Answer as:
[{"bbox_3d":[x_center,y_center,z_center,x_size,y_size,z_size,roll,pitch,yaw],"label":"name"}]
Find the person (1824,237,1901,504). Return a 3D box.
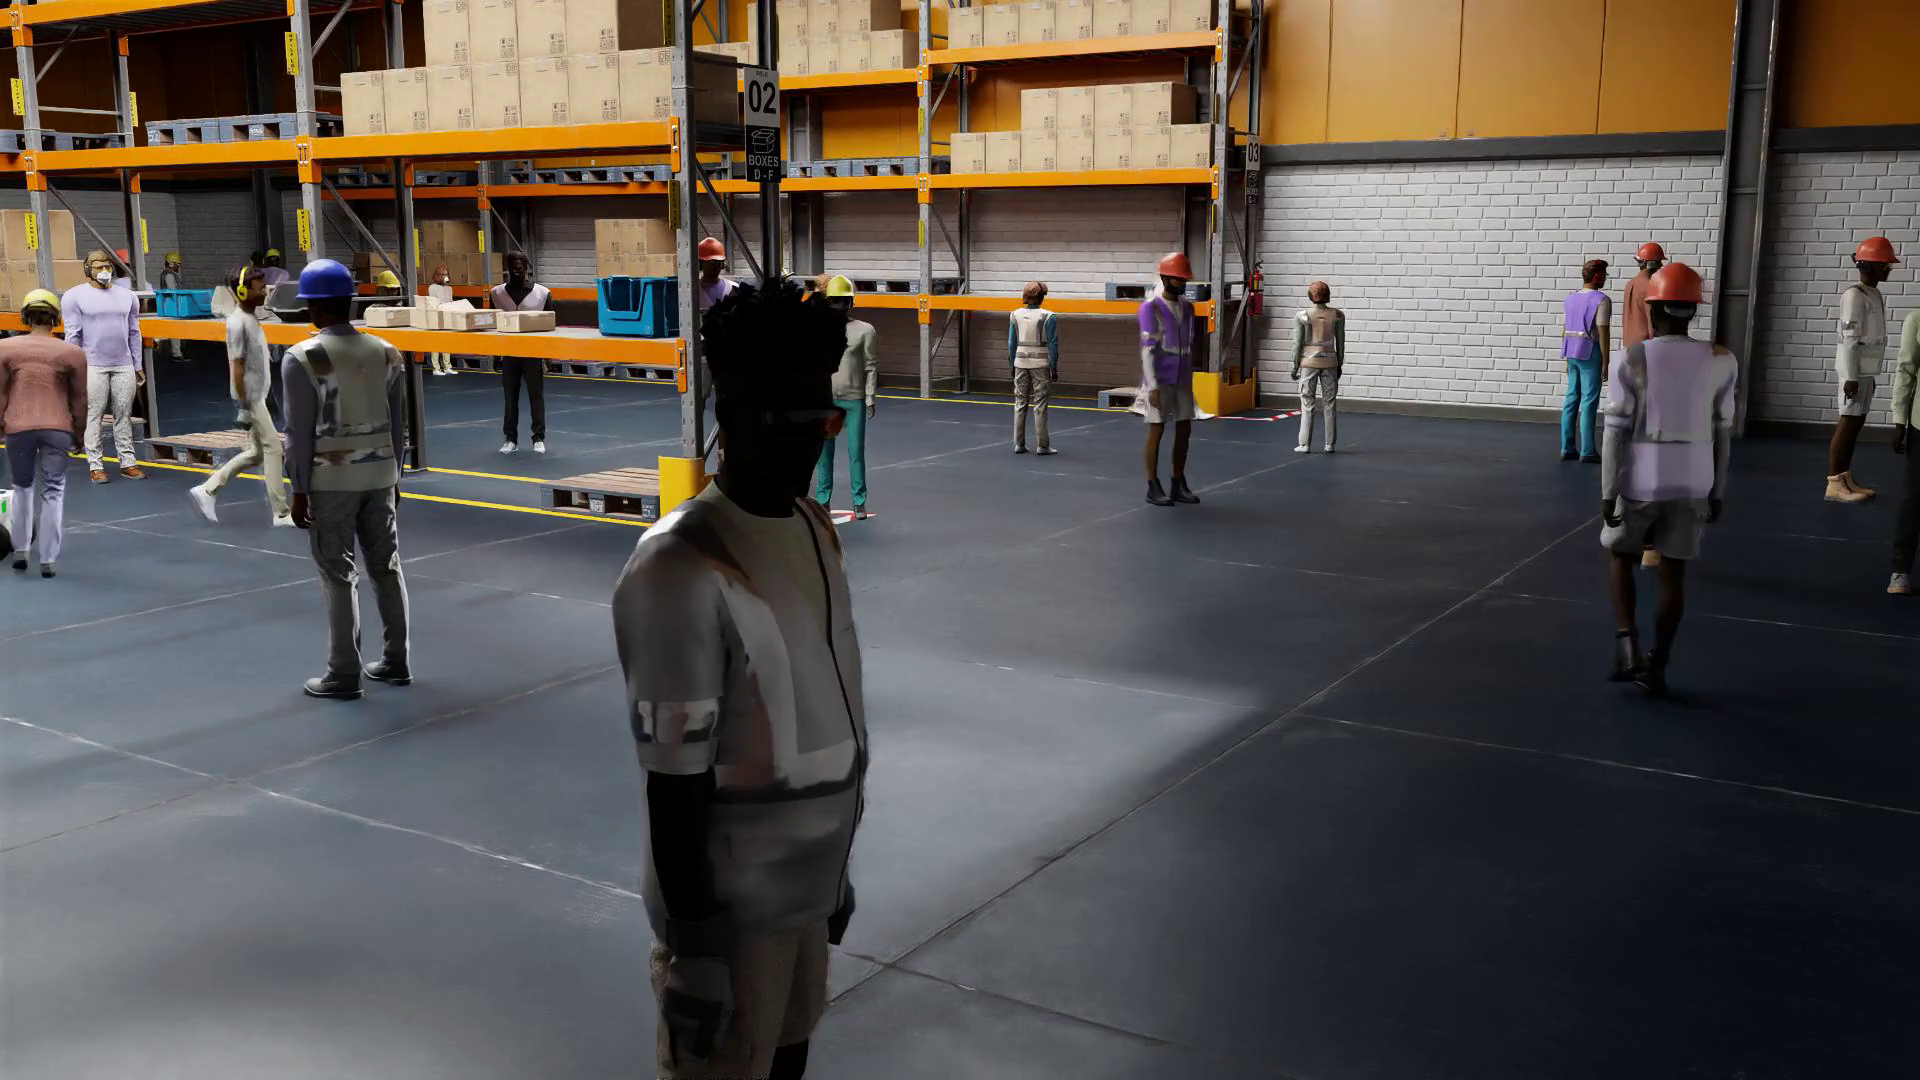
[{"bbox_3d":[6.989,-1.307,12.866,0.379,2.041,0.616,9,13,40],"label":"person"}]

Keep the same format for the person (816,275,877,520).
[{"bbox_3d":[-0.867,-1.024,12.057,0.532,1.772,0.300,1,10,3],"label":"person"}]

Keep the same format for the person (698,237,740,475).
[{"bbox_3d":[-2.113,-1.560,14.265,0.612,2.041,0.394,-6,12,-29],"label":"person"}]

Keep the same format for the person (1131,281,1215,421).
[{"bbox_3d":[2.390,-2.273,18.777,1.002,1.850,0.648,4,11,20],"label":"person"}]

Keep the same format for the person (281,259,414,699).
[{"bbox_3d":[-2.737,-0.272,7.420,0.413,1.940,0.604,6,12,32],"label":"person"}]

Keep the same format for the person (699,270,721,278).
[{"bbox_3d":[-3.051,-2.490,19.925,0.644,1.866,0.863,-5,11,-26],"label":"person"}]

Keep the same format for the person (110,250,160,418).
[{"bbox_3d":[-9.391,-2.297,18.710,0.786,1.903,0.565,7,12,34],"label":"person"}]

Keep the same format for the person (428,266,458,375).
[{"bbox_3d":[-7.784,-3.289,25.010,0.277,1.629,0.497,5,11,25],"label":"person"}]

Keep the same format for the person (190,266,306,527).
[{"bbox_3d":[-4.997,-0.990,11.647,0.782,1.849,0.522,-3,11,-15],"label":"person"}]

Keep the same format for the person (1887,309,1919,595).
[{"bbox_3d":[5.622,-0.664,9.435,0.610,1.996,0.379,4,11,19],"label":"person"}]

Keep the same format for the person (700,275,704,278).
[{"bbox_3d":[-2.485,-1.901,17.165,0.402,1.675,0.584,-3,11,-17],"label":"person"}]

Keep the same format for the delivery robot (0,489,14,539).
[{"bbox_3d":[-6.359,-0.191,10.549,0.707,0.478,0.477,-2,10,-9],"label":"delivery robot"}]

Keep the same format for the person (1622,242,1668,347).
[{"bbox_3d":[6.883,-1.986,16.762,0.377,1.995,0.608,-1,10,-5],"label":"person"}]

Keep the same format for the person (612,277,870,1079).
[{"bbox_3d":[-0.333,0.561,2.753,0.368,1.956,0.609,3,11,16],"label":"person"}]

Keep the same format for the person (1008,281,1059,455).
[{"bbox_3d":[0.695,-1.620,15.717,0.522,1.638,0.310,7,12,33],"label":"person"}]

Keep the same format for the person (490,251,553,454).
[{"bbox_3d":[-4.160,-1.779,15.830,0.590,1.919,0.394,0,10,-3],"label":"person"}]

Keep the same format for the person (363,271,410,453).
[{"bbox_3d":[-5.346,-1.656,15.648,0.485,1.737,0.346,-10,14,-44],"label":"person"}]

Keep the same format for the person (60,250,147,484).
[{"bbox_3d":[-7.150,-1.451,13.952,0.372,1.940,0.632,8,13,38],"label":"person"}]

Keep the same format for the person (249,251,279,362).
[{"bbox_3d":[-11.531,-3.848,27.526,0.521,1.841,0.806,-6,12,-32],"label":"person"}]

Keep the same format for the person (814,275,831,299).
[{"bbox_3d":[-1.577,-2.334,19.776,0.322,1.603,0.618,-2,10,-11],"label":"person"}]

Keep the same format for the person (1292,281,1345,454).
[{"bbox_3d":[3.401,-1.633,15.795,0.511,1.640,0.308,-1,10,-6],"label":"person"}]

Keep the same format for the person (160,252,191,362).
[{"bbox_3d":[-13.120,-3.890,27.791,0.403,1.823,0.586,-6,12,-30],"label":"person"}]

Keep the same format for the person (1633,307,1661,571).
[{"bbox_3d":[4.294,-0.663,10.263,0.321,1.694,0.535,-1,10,-3],"label":"person"}]

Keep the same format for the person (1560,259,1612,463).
[{"bbox_3d":[5.700,-1.625,15.168,0.388,1.847,0.563,-4,11,-19],"label":"person"}]

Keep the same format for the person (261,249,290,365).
[{"bbox_3d":[-10.965,-3.711,26.645,0.677,1.883,0.570,3,11,17],"label":"person"}]

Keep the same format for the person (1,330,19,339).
[{"bbox_3d":[-13.218,-2.960,23.157,0.278,1.633,0.497,-4,11,-21],"label":"person"}]

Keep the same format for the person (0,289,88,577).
[{"bbox_3d":[-5.571,-0.648,10.082,0.566,1.719,0.525,-5,11,-24],"label":"person"}]

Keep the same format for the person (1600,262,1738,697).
[{"bbox_3d":[3.111,-0.256,7.370,0.552,1.921,0.398,2,10,12],"label":"person"}]

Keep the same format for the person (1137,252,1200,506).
[{"bbox_3d":[1.596,-1.222,12.699,0.563,1.931,0.385,-7,12,-33],"label":"person"}]
